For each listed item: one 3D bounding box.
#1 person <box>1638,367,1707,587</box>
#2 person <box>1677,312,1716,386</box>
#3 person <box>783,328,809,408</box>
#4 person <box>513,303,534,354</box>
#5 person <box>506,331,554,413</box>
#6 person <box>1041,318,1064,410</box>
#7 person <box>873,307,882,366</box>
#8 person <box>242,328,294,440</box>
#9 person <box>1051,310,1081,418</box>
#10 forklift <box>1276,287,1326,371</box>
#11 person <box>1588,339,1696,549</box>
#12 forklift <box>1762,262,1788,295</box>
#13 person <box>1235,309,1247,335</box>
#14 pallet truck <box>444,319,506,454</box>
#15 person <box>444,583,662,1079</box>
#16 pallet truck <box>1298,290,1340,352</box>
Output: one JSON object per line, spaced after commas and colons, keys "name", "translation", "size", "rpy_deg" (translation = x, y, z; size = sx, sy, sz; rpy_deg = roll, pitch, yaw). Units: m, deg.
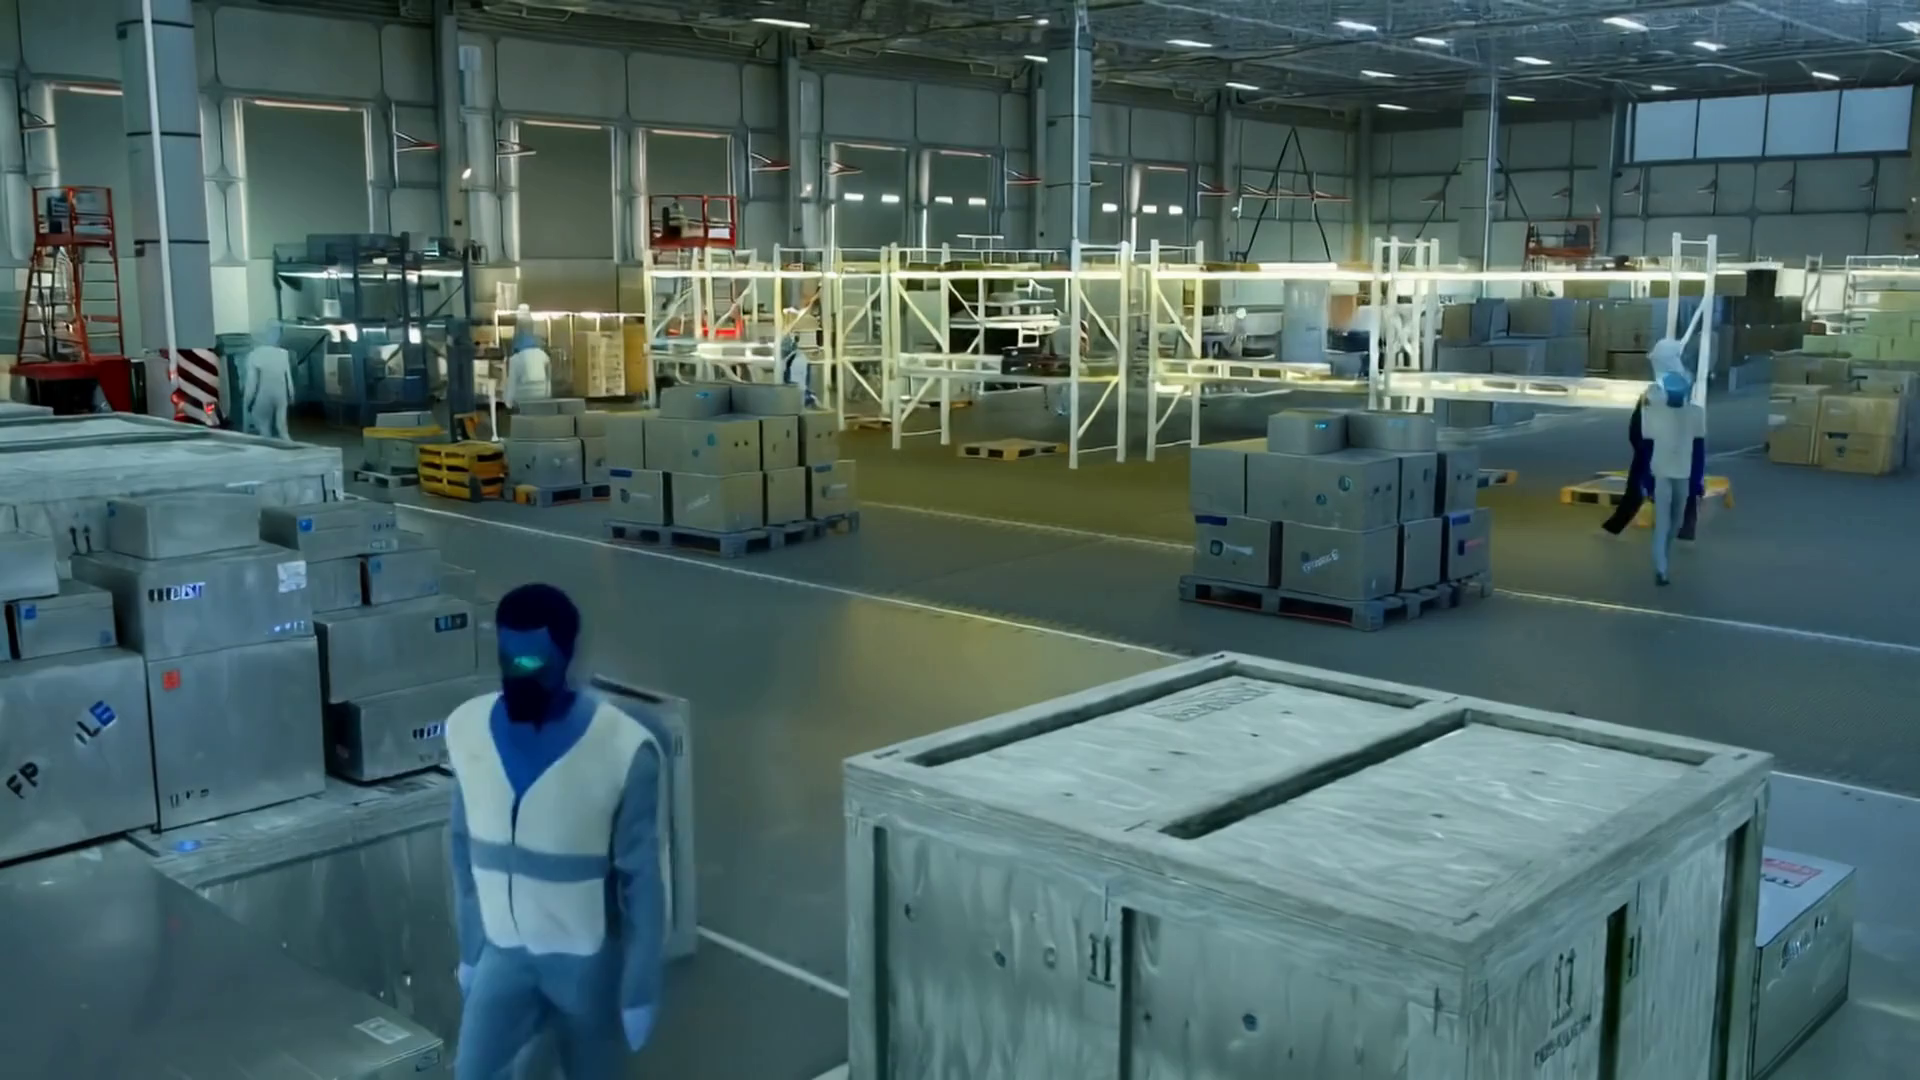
{"name": "person", "translation": [6.041, -0.555, 14.144], "size": [0.514, 1.846, 0.783], "rpy_deg": [2, 9, 10]}
{"name": "person", "translation": [12.491, -2.916, 28.342], "size": [0.476, 1.924, 0.659], "rpy_deg": [-8, 12, -41]}
{"name": "person", "translation": [-2.186, -1.866, 22.038], "size": [0.355, 1.882, 0.575], "rpy_deg": [-2, 10, -14]}
{"name": "person", "translation": [-9.123, -3.961, 34.714], "size": [0.375, 1.939, 0.546], "rpy_deg": [5, 11, 30]}
{"name": "person", "translation": [-5.956, -1.940, 22.721], "size": [0.895, 1.805, 0.653], "rpy_deg": [7, 12, 37]}
{"name": "person", "translation": [1.773, -3.315, 31.388], "size": [0.482, 1.735, 0.346], "rpy_deg": [-2, 9, -11]}
{"name": "person", "translation": [-2.167, -5.398, 44.467], "size": [0.320, 1.631, 0.526], "rpy_deg": [-1, 9, -3]}
{"name": "person", "translation": [-8.922, -1.782, 21.488], "size": [0.371, 1.902, 0.716], "rpy_deg": [7, 11, 35]}
{"name": "person", "translation": [1.918, -3.137, 29.702], "size": [0.594, 1.922, 0.386], "rpy_deg": [6, 11, 34]}
{"name": "forklift", "translation": [8.759, -5.708, 42.543], "size": [1.129, 2.768, 1.873], "rpy_deg": [0, 9, 2]}
{"name": "person", "translation": [6.611, -0.943, 15.893], "size": [0.706, 2.000, 1.011], "rpy_deg": [-9, 13, -43]}
{"name": "forklift", "translation": [21.403, -5.929, 43.895], "size": [1.873, 2.768, 1.129], "rpy_deg": [9, 13, 43]}
{"name": "person", "translation": [7.162, -5.018, 42.038], "size": [0.870, 1.646, 0.545], "rpy_deg": [2, 9, 10]}
{"name": "pallet truck", "translation": [-6.981, -1.942, 22.150], "size": [1.885, 1.965, 0.823], "rpy_deg": [1, 9, 9]}
{"name": "person", "translation": [-1.020, 1.040, 4.149], "size": [0.616, 1.900, 0.521], "rpy_deg": [3, 10, 18]}
{"name": "pallet truck", "translation": [11.297, -6.951, 52.861], "size": [1.885, 1.965, 0.823], "rpy_deg": [-5, 11, -29]}
